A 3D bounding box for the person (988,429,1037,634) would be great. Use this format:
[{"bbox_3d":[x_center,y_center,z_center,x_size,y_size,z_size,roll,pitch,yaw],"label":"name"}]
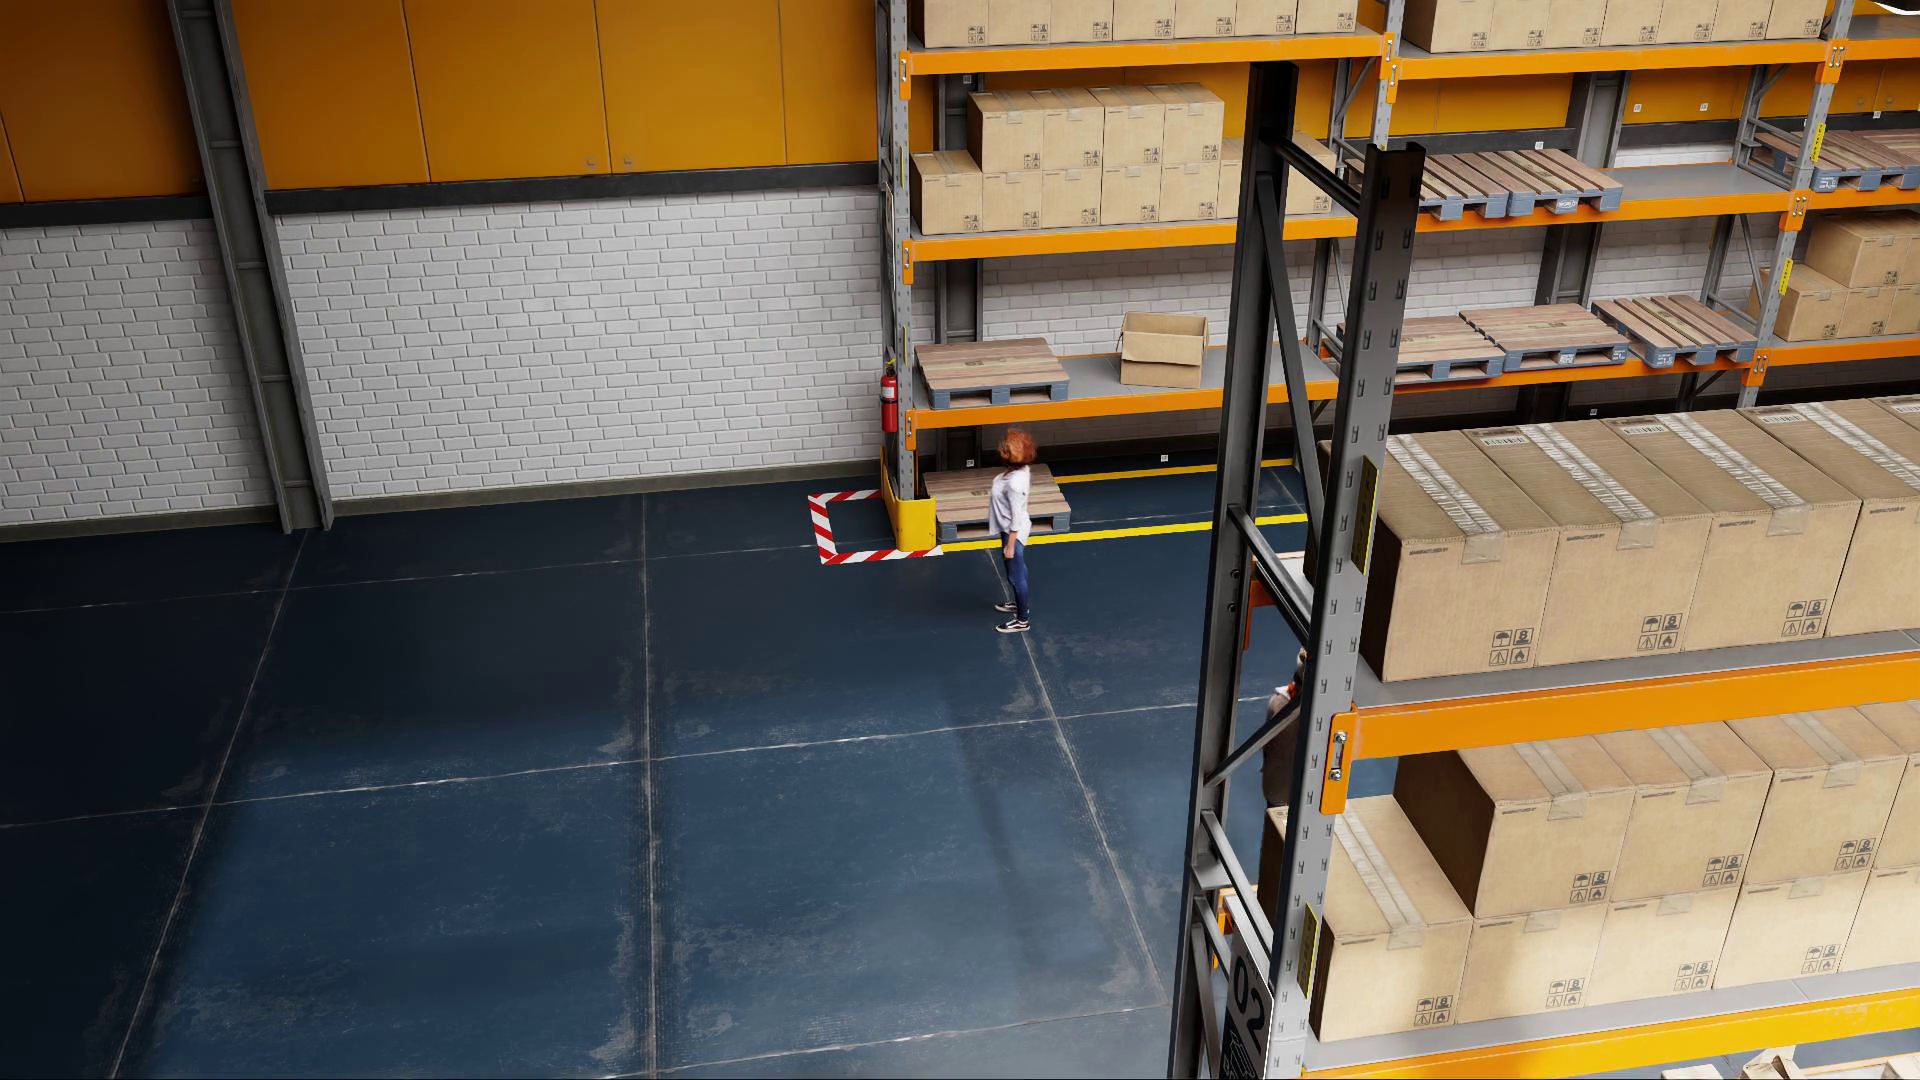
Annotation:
[{"bbox_3d":[0.445,-0.089,13.240,0.681,1.713,0.701,2,29,5],"label":"person"}]
